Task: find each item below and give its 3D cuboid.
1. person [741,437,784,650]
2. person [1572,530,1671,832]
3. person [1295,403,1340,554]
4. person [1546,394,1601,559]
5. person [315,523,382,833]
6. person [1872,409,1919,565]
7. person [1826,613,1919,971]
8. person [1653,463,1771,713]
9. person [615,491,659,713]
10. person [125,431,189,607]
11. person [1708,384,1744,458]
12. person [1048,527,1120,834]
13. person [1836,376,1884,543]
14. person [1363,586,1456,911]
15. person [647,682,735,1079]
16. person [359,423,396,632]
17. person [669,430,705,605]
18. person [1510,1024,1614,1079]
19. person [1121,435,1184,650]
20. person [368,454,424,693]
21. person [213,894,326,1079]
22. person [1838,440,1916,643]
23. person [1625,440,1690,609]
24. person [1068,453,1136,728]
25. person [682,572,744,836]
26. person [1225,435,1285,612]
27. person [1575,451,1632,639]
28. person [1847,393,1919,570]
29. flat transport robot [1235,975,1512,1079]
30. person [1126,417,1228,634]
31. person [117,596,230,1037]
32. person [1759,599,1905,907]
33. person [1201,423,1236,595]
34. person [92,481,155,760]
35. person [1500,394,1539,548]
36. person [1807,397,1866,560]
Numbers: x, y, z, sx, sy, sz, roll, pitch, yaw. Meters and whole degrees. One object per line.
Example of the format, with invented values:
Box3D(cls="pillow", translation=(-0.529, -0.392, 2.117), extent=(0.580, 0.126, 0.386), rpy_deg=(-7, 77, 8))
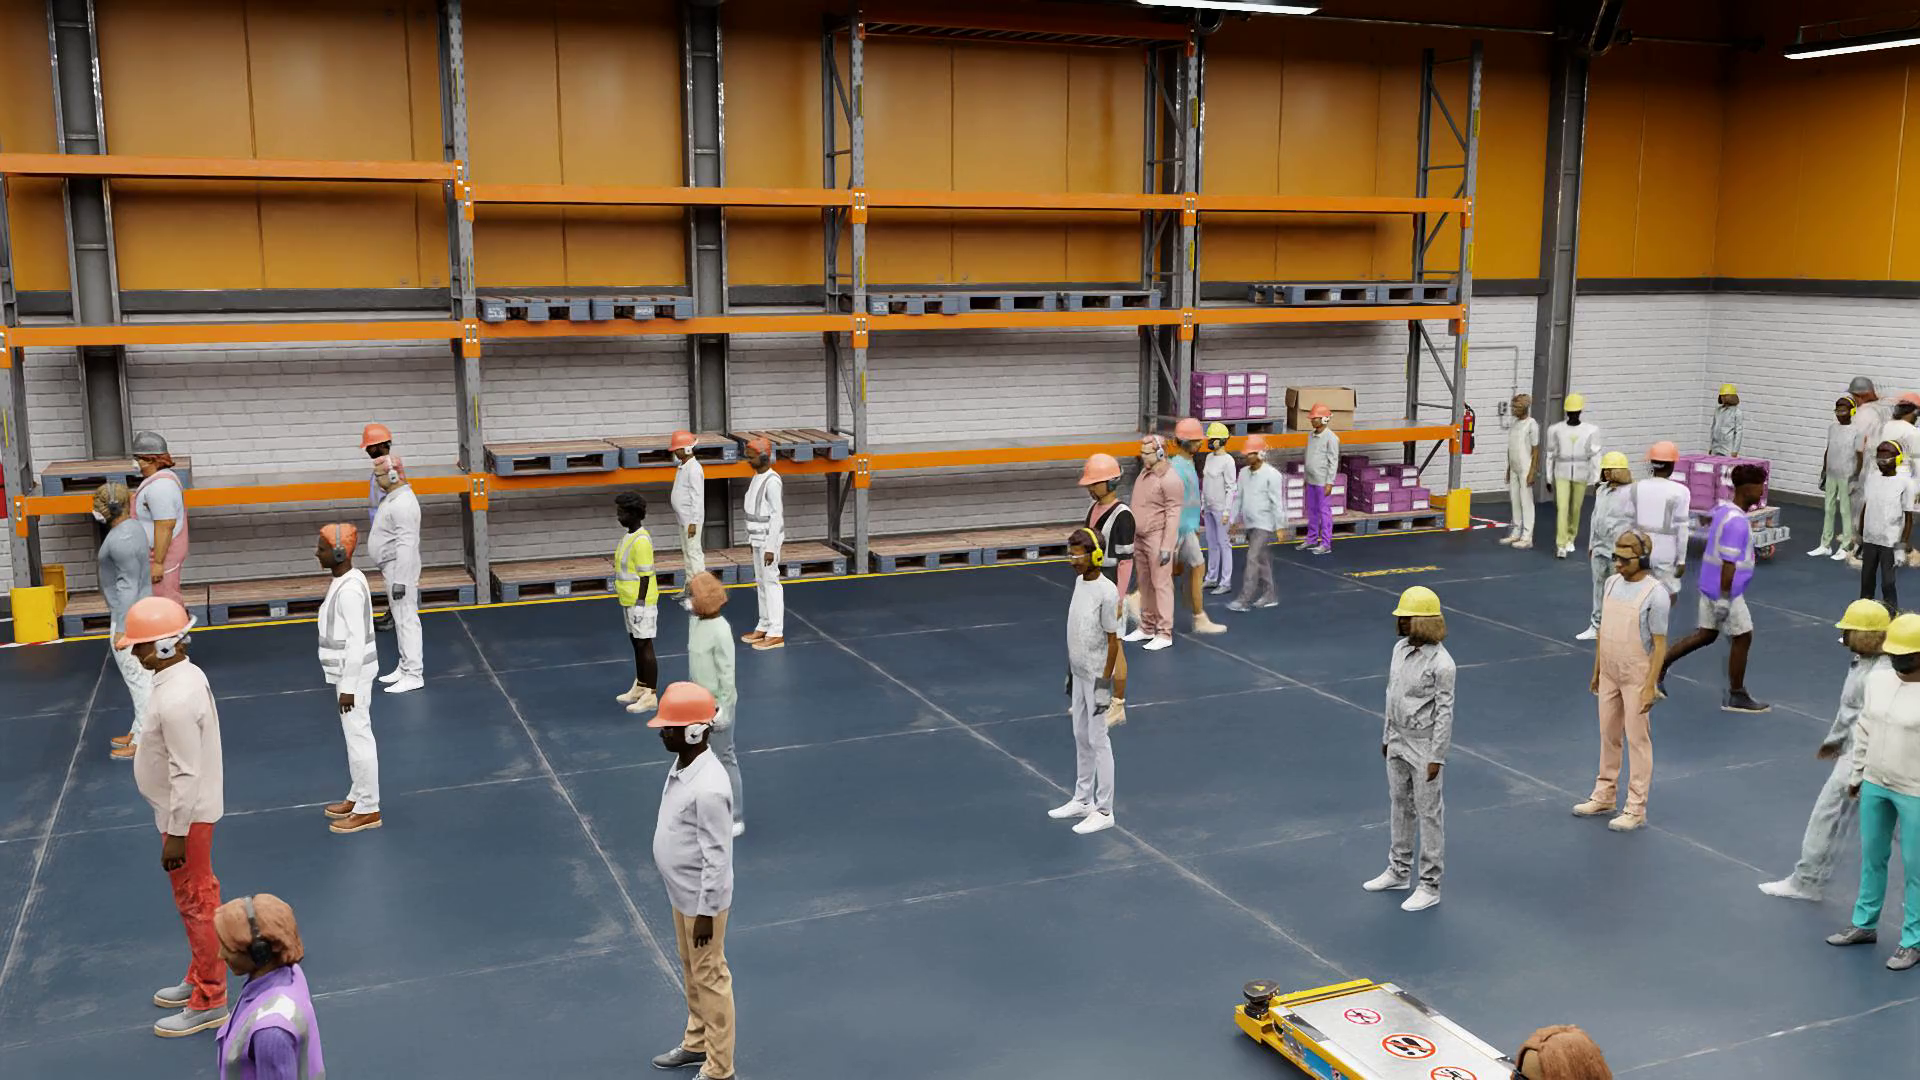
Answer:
Box3D(cls="person", translation=(-1.740, 0.022, 14.735), extent=(0.356, 1.886, 0.574), rpy_deg=(-4, 11, -23))
Box3D(cls="person", translation=(4.048, 0.844, 10.123), extent=(0.346, 1.844, 0.507), rpy_deg=(-4, 11, -23))
Box3D(cls="person", translation=(4.171, -0.720, 19.386), extent=(0.325, 1.752, 0.559), rpy_deg=(-4, 11, -23))
Box3D(cls="person", translation=(7.066, -0.745, 19.192), extent=(0.605, 1.883, 0.991), rpy_deg=(3, 10, 18))
Box3D(cls="person", translation=(-3.719, 0.828, 10.101), extent=(0.356, 1.882, 0.574), rpy_deg=(-4, 11, -23))
Box3D(cls="person", translation=(10.567, -0.606, 18.614), extent=(0.645, 1.781, 0.952), rpy_deg=(3, 10, 15))
Box3D(cls="person", translation=(4.608, 1.221, 8.180), extent=(0.317, 1.765, 0.522), rpy_deg=(-4, 11, -23))
Box3D(cls="person", translation=(5.753, 0.351, 12.752), extent=(0.878, 1.931, 0.605), rpy_deg=(2, 10, 14))
Box3D(cls="person", translation=(-2.477, 0.466, 12.724), extent=(0.318, 1.696, 0.533), rpy_deg=(-4, 11, -23))
Box3D(cls="person", translation=(-6.672, 0.113, 13.763), extent=(0.538, 2.000, 0.681), rpy_deg=(-4, 11, -23))
Box3D(cls="person", translation=(10.273, -1.232, 22.368), extent=(0.294, 1.744, 0.485), rpy_deg=(-4, 11, -23))
Box3D(cls="person", translation=(0.770, 0.840, 10.088), extent=(0.329, 1.864, 0.508), rpy_deg=(-4, 11, -23))
Box3D(cls="person", translation=(10.787, -0.974, 20.023), extent=(0.538, 2.000, 0.696), rpy_deg=(8, 13, 39))
Box3D(cls="person", translation=(2.427, 1.103, 8.914), extent=(0.294, 1.744, 0.485), rpy_deg=(-4, 11, -23))
Box3D(cls="person", translation=(-1.116, 1.442, 6.931), extent=(0.325, 1.752, 0.559), rpy_deg=(-4, 11, -23))
Box3D(cls="person", translation=(-5.328, -0.118, 15.406), extent=(0.363, 1.933, 0.543), rpy_deg=(-4, 11, -23))
Box3D(cls="person", translation=(-2.721, -0.230, 16.576), extent=(0.331, 1.747, 0.559), rpy_deg=(-4, 11, -23))
Box3D(cls="person", translation=(1.460, 1.983, 4.158), extent=(0.285, 1.633, 0.497), rpy_deg=(-4, 11, -23))
Box3D(cls="person", translation=(1.699, 0.013, 14.736), extent=(0.410, 1.905, 0.641), rpy_deg=(-4, 11, -23))
Box3D(cls="person", translation=(-4.509, 0.261, 13.306), extent=(0.410, 1.905, 0.641), rpy_deg=(-4, 11, -23))
Box3D(cls="person", translation=(-2.043, 1.837, 4.991), extent=(0.308, 1.638, 0.511), rpy_deg=(-4, 11, -23))
Box3D(cls="person", translation=(8.120, 0.043, 14.682), extent=(0.329, 1.864, 0.508), rpy_deg=(-4, 11, -23))
Box3D(cls="person", translation=(5.885, 0.109, 14.148), extent=(0.579, 1.920, 0.542), rpy_deg=(-9, 13, -41))
Box3D(cls="person", translation=(1.050, 0.369, 12.293), extent=(0.380, 2.039, 0.607), rpy_deg=(-4, 11, -23))
Box3D(cls="person", translation=(-1.485, 0.986, 9.942), extent=(0.329, 1.623, 0.525), rpy_deg=(-6, 12, -32))
Box3D(cls="person", translation=(2.813, -0.160, 16.232), extent=(0.809, 1.715, 0.599), rpy_deg=(-5, 11, -27))
Box3D(cls="person", translation=(5.794, 0.075, 14.840), extent=(0.294, 1.744, 0.485), rpy_deg=(-4, 11, -23))
Box3D(cls="person", translation=(10.275, -0.630, 18.270), extent=(1.050, 1.965, 0.621), rpy_deg=(-1, 10, -7))
Box3D(cls="flat transport robot", translation=(1.817, 2.176, 6.970), extent=(0.652, 0.197, 1.431), rpy_deg=(-4, 11, -23))
Box3D(cls="person", translation=(1.977, -0.129, 15.279), extent=(0.910, 2.014, 0.609), rpy_deg=(1, 10, 8))
Box3D(cls="person", translation=(-3.519, 1.225, 7.499), extent=(0.384, 1.991, 0.609), rpy_deg=(-4, 11, -23))
Box3D(cls="person", translation=(4.853, 1.142, 8.820), extent=(0.911, 1.696, 0.489), rpy_deg=(5, 11, 28))
Box3D(cls="person", translation=(2.629, -0.325, 17.077), extent=(0.310, 1.769, 0.522), rpy_deg=(-4, 11, -23))
Box3D(cls="person", translation=(-5.782, 0.551, 11.542), extent=(0.373, 1.938, 0.630), rpy_deg=(-4, 11, -23))
Box3D(cls="person", translation=(6.673, -0.814, 19.733), extent=(0.383, 1.833, 0.538), rpy_deg=(-3, 10, -14))
Box3D(cls="person", translation=(10.036, -0.706, 18.994), extent=(0.329, 1.864, 0.508), rpy_deg=(-4, 11, -23))
